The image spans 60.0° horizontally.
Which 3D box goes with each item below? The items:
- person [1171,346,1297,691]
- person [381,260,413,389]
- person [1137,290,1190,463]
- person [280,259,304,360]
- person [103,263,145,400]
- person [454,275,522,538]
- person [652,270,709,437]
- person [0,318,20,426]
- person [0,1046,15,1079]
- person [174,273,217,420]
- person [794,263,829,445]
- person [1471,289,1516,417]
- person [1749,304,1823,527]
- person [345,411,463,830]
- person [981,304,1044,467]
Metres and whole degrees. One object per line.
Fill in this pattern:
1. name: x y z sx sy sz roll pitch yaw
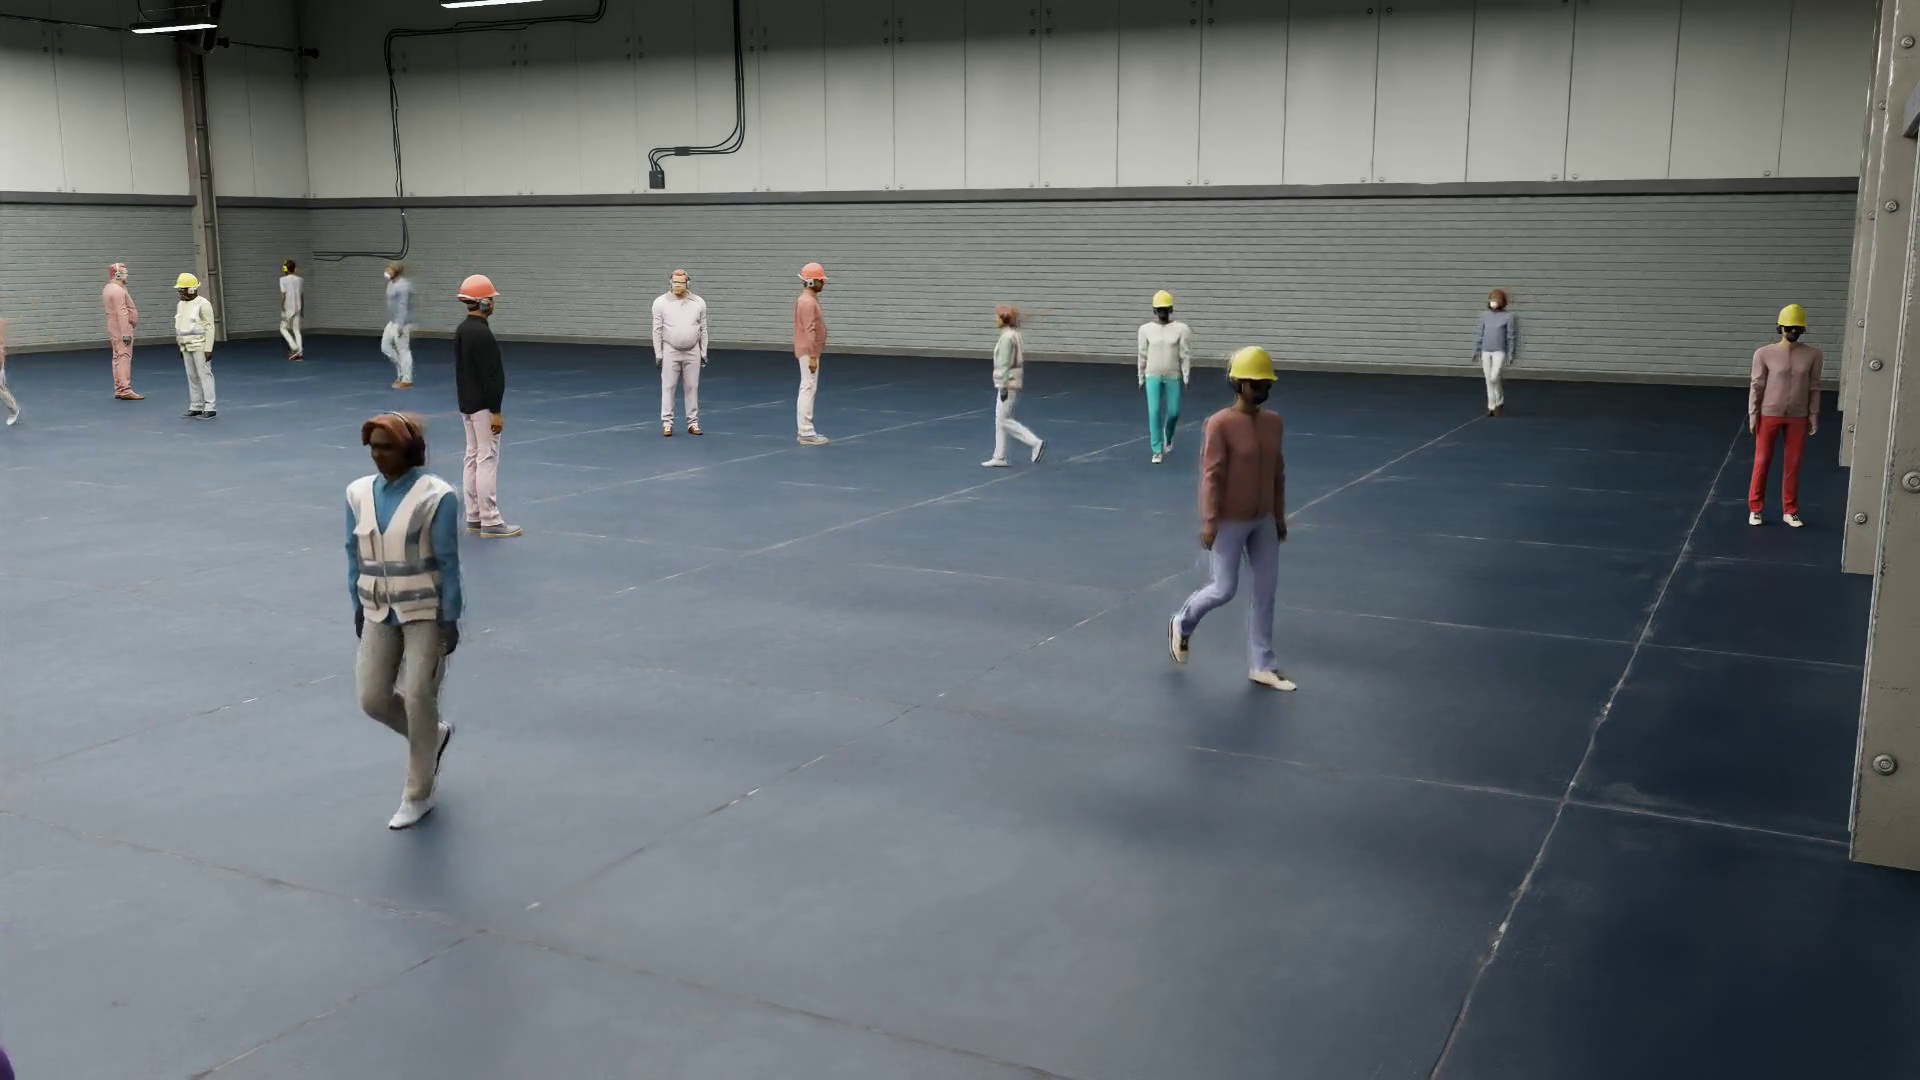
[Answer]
1. person: 1.427 -0.124 8.524 0.542 1.749 0.698 -7 12 -33
2. person: -8.412 -3.208 24.851 0.449 1.922 0.666 -7 13 -35
3. person: 2.070 -1.674 16.964 0.532 1.744 0.620 1 10 5
4. person: -12.283 -4.215 30.539 0.404 1.851 0.549 6 12 30
5. person: -11.727 -2.917 23.317 0.407 1.906 0.655 -8 13 -37
6. person: -3.644 -1.017 12.710 0.374 1.997 0.613 -7 13 -35
7. person: -3.195 -2.142 19.103 0.643 1.905 0.399 -4 11 -21
8. person: -11.550 -2.130 19.804 0.519 1.612 0.676 0 10 0
9. person: -1.202 1.030 1.716 0.552 1.932 0.377 4 11 23
10. person: -9.567 -2.415 20.786 0.595 1.828 0.403 6 12 32
11. person: -1.635 -2.056 18.381 0.395 1.993 0.616 -2 11 -9
12. person: 6.734 -2.352 21.013 0.376 1.617 0.511 -9 13 -39
13. person: 6.497 -0.971 13.115 0.526 1.763 0.335 1 10 8
14. person: -2.166 0.294 6.573 0.525 1.622 0.494 3 11 16
15. person: 0.515 -1.510 16.397 0.551 1.623 0.529 1 10 5
